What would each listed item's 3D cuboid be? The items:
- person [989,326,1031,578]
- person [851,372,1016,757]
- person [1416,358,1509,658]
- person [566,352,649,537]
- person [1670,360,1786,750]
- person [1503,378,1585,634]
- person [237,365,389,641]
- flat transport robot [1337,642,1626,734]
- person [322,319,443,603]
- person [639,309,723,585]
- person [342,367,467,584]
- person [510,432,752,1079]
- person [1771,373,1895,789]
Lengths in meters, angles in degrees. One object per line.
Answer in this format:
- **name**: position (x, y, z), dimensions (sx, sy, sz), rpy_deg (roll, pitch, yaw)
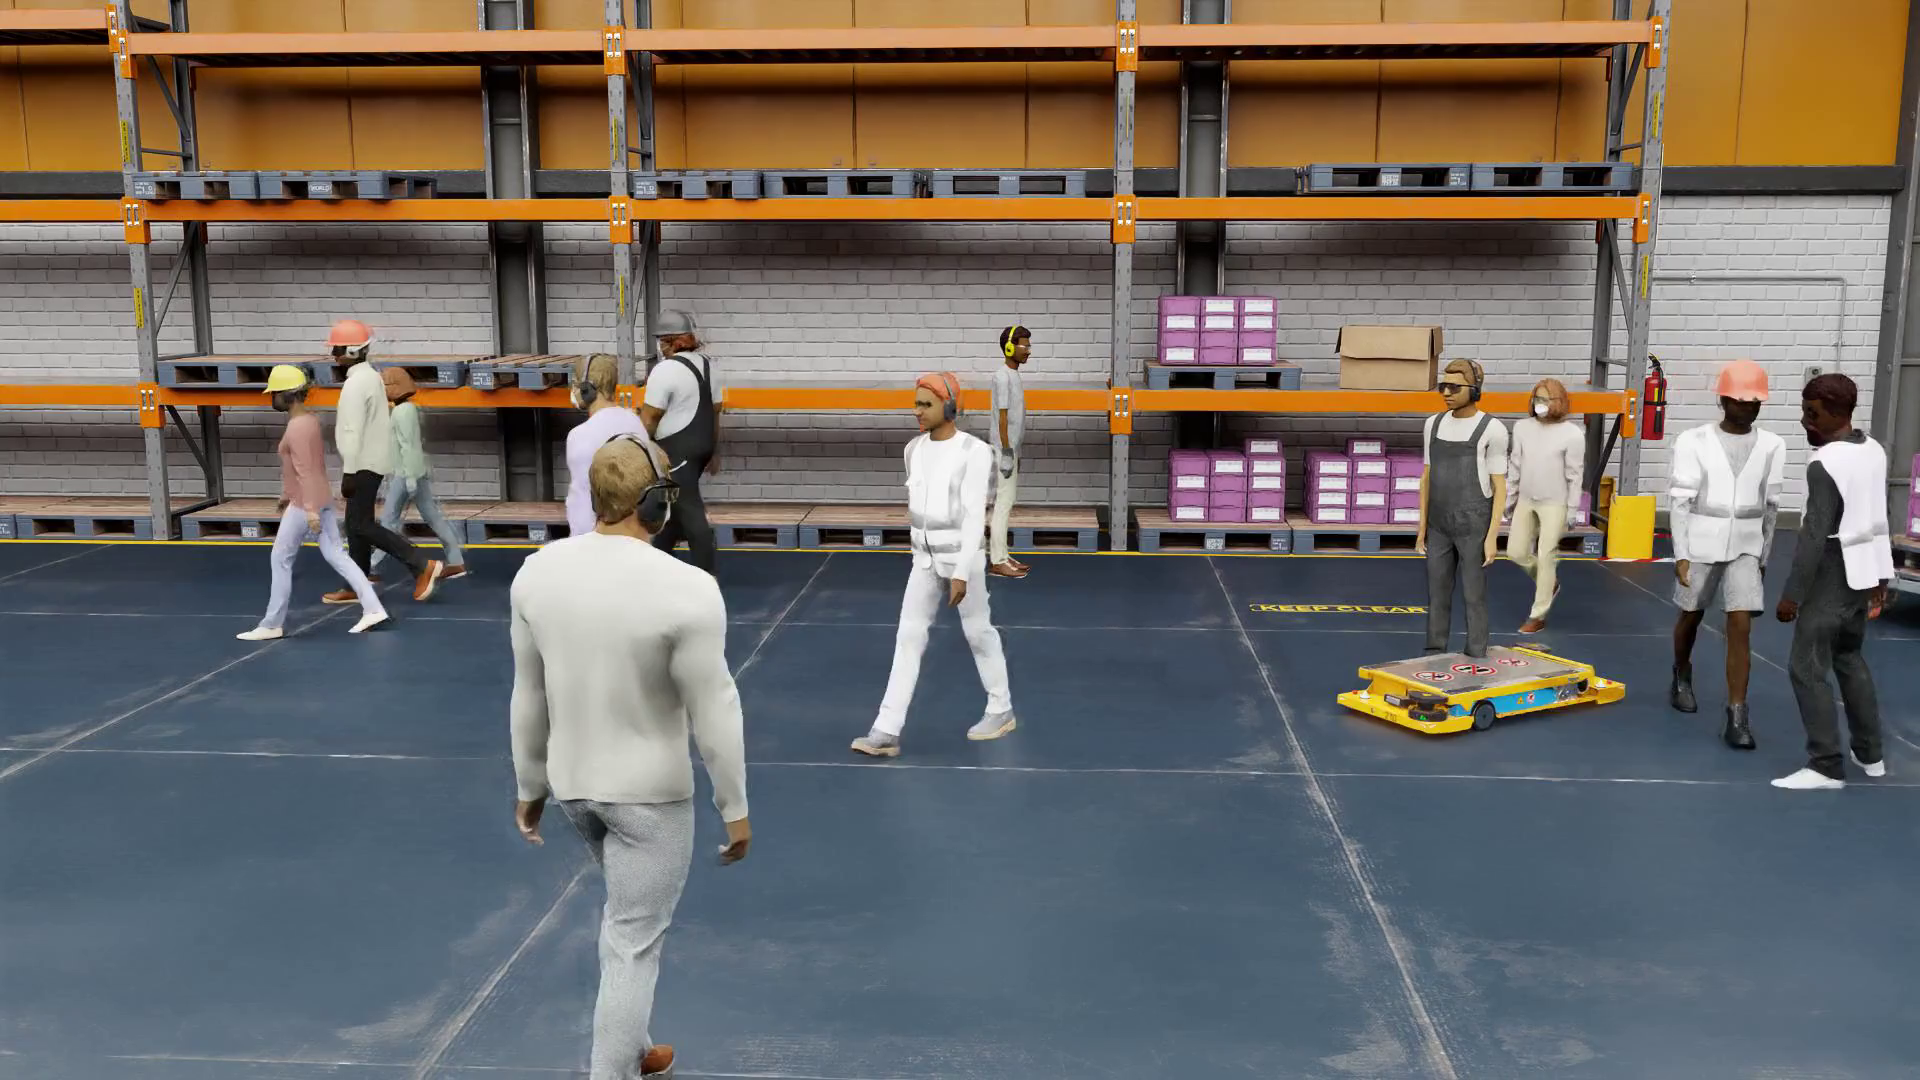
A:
- **person**: position (0.375, -0.661, 12.424), dimensions (0.309, 1.864, 0.535), rpy_deg (1, 10, 8)
- **person**: position (-0.087, 0.116, 7.975), dimensions (0.577, 1.835, 0.990), rpy_deg (8, 13, 41)
- **person**: position (2.672, -0.052, 8.918), dimensions (0.346, 1.845, 0.505), rpy_deg (-8, 12, -38)
- **person**: position (-1.671, 0.055, 8.078), dimensions (0.562, 1.926, 0.632), rpy_deg (2, 10, 13)
- **person**: position (3.821, 0.032, 8.354), dimensions (0.548, 1.889, 1.028), rpy_deg (2, 10, 10)
- **person**: position (3.716, -0.224, 10.555), dimensions (0.458, 1.619, 0.520), rpy_deg (-8, 12, -38)
- **person**: position (-4.038, -0.234, 10.353), dimensions (0.874, 1.723, 0.506), rpy_deg (-1, 10, -6)
- **flat transport robot**: position (2.753, 0.762, 8.752), dimensions (1.431, 0.197, 0.652), rpy_deg (-5, 11, -29)
- **person**: position (-3.971, -0.513, 11.283), dimensions (0.757, 1.970, 0.645), rpy_deg (-1, 10, -8)
- **person**: position (-2.128, -0.671, 11.969), dimensions (0.951, 2.000, 0.698), rpy_deg (4, 10, 20)
- **person**: position (-4.050, -0.471, 12.129), dimensions (0.873, 1.584, 0.526), rpy_deg (-2, 10, -9)
- **person**: position (-0.839, 0.663, 4.492), dimensions (0.664, 1.916, 0.666), rpy_deg (5, 11, 27)
- **person**: position (3.981, 0.195, 7.463), dimensions (0.771, 1.875, 0.371), rpy_deg (-9, 13, -42)
